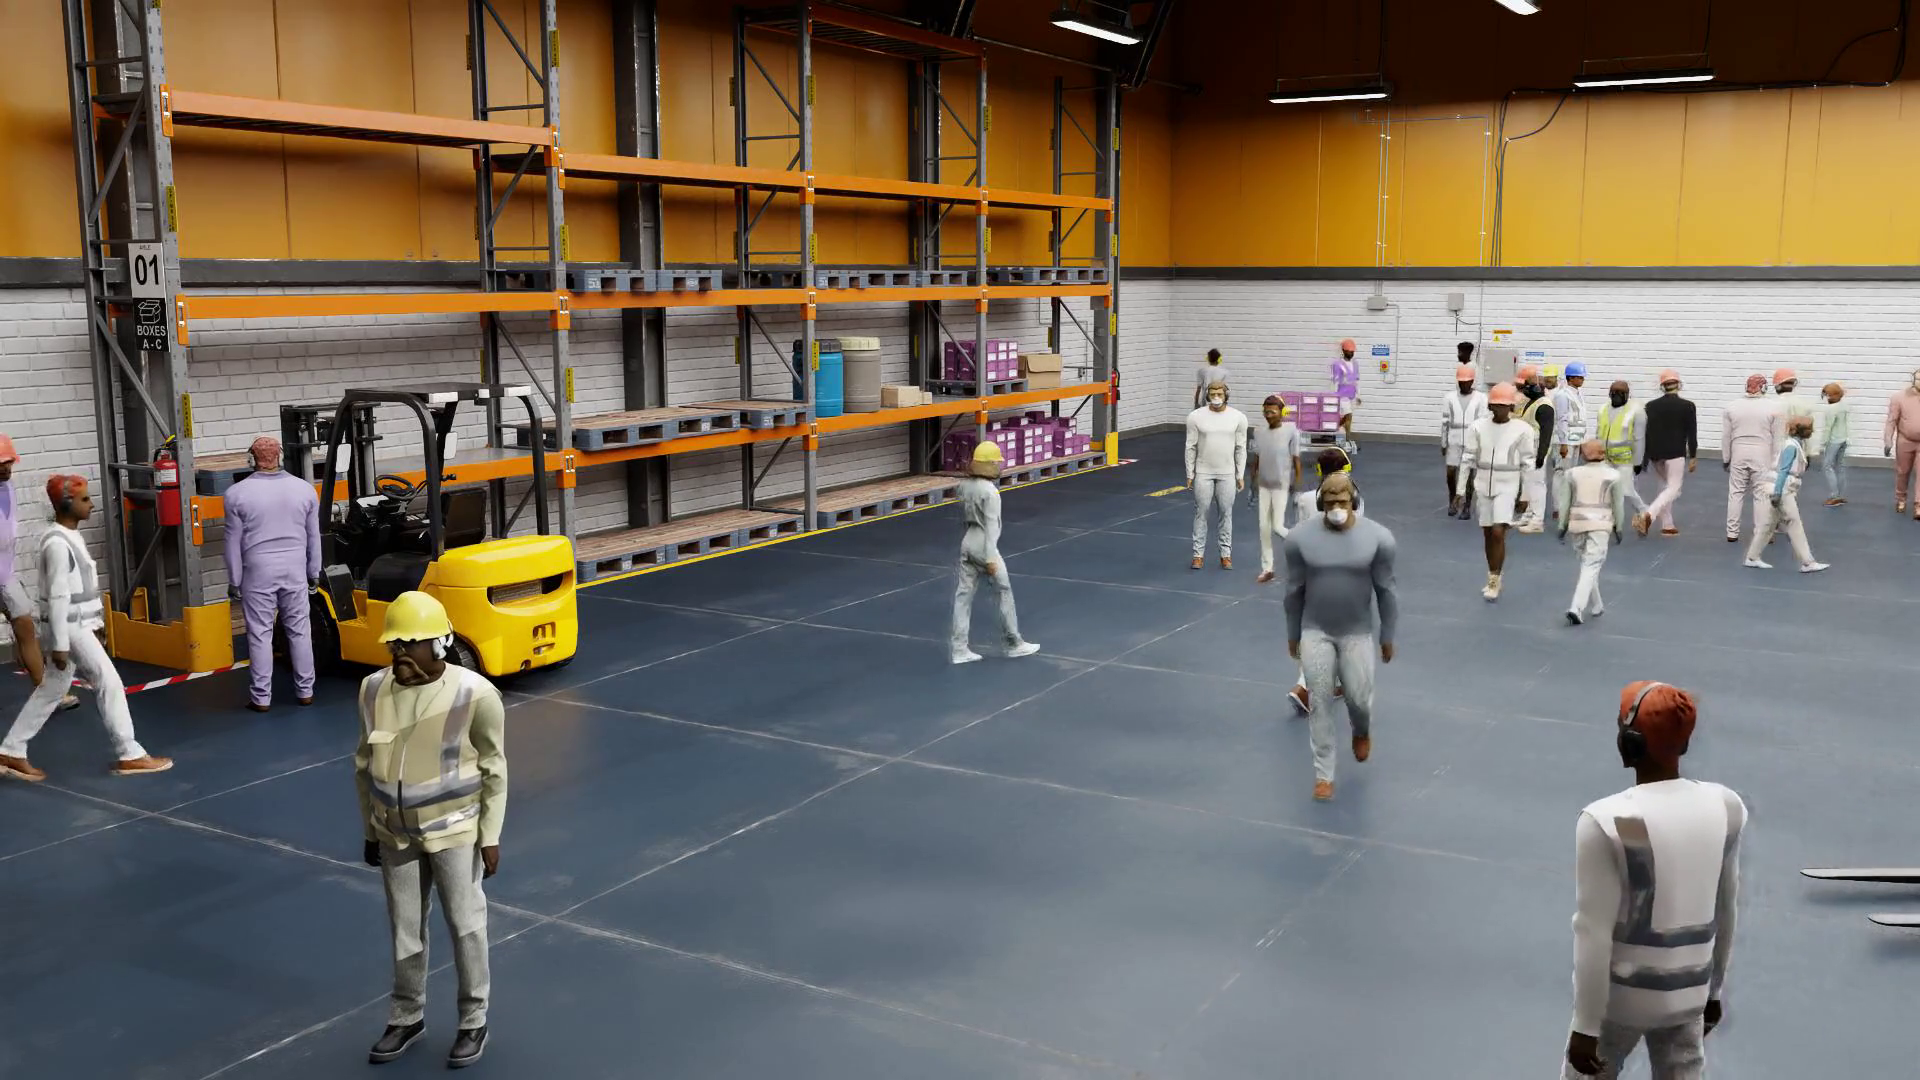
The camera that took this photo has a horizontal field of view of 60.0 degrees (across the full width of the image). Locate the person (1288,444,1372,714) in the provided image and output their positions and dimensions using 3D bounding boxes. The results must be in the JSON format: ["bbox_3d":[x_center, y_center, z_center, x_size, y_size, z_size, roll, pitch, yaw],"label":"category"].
[{"bbox_3d":[2.528,0.261,11.497,0.925,1.841,0.505,-9,12,-43],"label":"person"}]

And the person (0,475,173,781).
[{"bbox_3d":[-5.305,0.527,9.852,0.962,1.840,0.591,-5,10,-26],"label":"person"}]

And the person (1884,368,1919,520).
[{"bbox_3d":[11.845,-1.212,20.636,0.668,1.863,1.006,5,10,26],"label":"person"}]

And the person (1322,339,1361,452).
[{"bbox_3d":[6.520,-2.477,28.356,0.546,1.913,0.842,-7,12,-38],"label":"person"}]

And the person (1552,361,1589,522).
[{"bbox_3d":[7.424,-1.201,20.257,0.384,1.949,0.605,7,11,36],"label":"person"}]

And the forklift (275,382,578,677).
[{"bbox_3d":[-3.974,-0.067,12.417,2.313,2.155,1.214,5,11,30],"label":"forklift"}]

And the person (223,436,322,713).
[{"bbox_3d":[-4.744,0.231,11.486,0.641,1.901,0.404,-8,12,-40],"label":"person"}]

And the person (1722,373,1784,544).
[{"bbox_3d":[8.840,-0.902,18.548,0.636,1.903,0.406,8,12,40],"label":"person"}]

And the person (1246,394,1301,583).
[{"bbox_3d":[3.078,-0.507,16.253,0.508,1.848,0.483,7,12,39],"label":"person"}]

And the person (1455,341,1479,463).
[{"bbox_3d":[7.910,-2.152,26.190,0.574,1.942,0.617,4,10,26],"label":"person"}]

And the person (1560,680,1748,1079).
[{"bbox_3d":[2.037,1.332,4.785,0.586,1.856,0.872,-3,10,-19],"label":"person"}]

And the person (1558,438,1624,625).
[{"bbox_3d":[5.431,-0.086,14.385,0.524,1.591,0.838,8,12,41],"label":"person"}]

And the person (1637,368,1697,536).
[{"bbox_3d":[7.973,-0.964,18.819,0.860,1.955,0.621,-7,11,-36],"label":"person"}]

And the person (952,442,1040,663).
[{"bbox_3d":[0.264,0.091,12.900,0.810,1.709,0.506,-5,11,-30],"label":"person"}]

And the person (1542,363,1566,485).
[{"bbox_3d":[7.985,-1.495,22.509,0.611,1.814,0.490,5,10,28],"label":"person"}]

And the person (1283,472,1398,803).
[{"bbox_3d":[2.194,0.525,9.620,0.639,1.914,0.697,3,10,18],"label":"person"}]

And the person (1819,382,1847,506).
[{"bbox_3d":[11.374,-1.252,21.637,0.637,1.609,0.324,-8,12,-43],"label":"person"}]

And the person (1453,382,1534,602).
[{"bbox_3d":[4.894,-0.442,15.318,0.631,2.007,0.832,7,12,39],"label":"person"}]

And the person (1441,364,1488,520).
[{"bbox_3d":[6.146,-1.189,20.290,0.556,1.918,0.471,4,10,23],"label":"person"}]

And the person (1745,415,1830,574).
[{"bbox_3d":[8.392,-0.458,16.745,0.836,1.586,0.525,5,10,29],"label":"person"}]

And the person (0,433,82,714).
[{"bbox_3d":[-6.410,0.245,11.130,0.991,1.971,0.665,1,9,4],"label":"person"}]

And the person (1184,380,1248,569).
[{"bbox_3d":[2.600,-0.663,16.935,0.631,1.939,0.370,1,9,5],"label":"person"}]

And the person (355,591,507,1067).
[{"bbox_3d":[-2.015,1.090,6.316,0.591,1.833,0.404,2,9,11],"label":"person"}]

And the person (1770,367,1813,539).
[{"bbox_3d":[9.447,-0.999,19.020,0.621,1.957,0.934,-1,9,-5],"label":"person"}]

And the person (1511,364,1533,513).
[{"bbox_3d":[7.057,-1.261,20.809,0.525,1.890,0.569,-2,9,-12],"label":"person"}]

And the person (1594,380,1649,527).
[{"bbox_3d":[7.623,-0.945,19.114,0.729,1.819,0.627,-6,11,-35],"label":"person"}]

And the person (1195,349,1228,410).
[{"bbox_3d":[4.009,-2.129,26.486,0.490,1.811,0.958,4,10,26],"label":"person"}]

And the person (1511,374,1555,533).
[{"bbox_3d":[6.672,-1.009,19.399,0.429,1.841,0.644,0,9,1],"label":"person"}]
